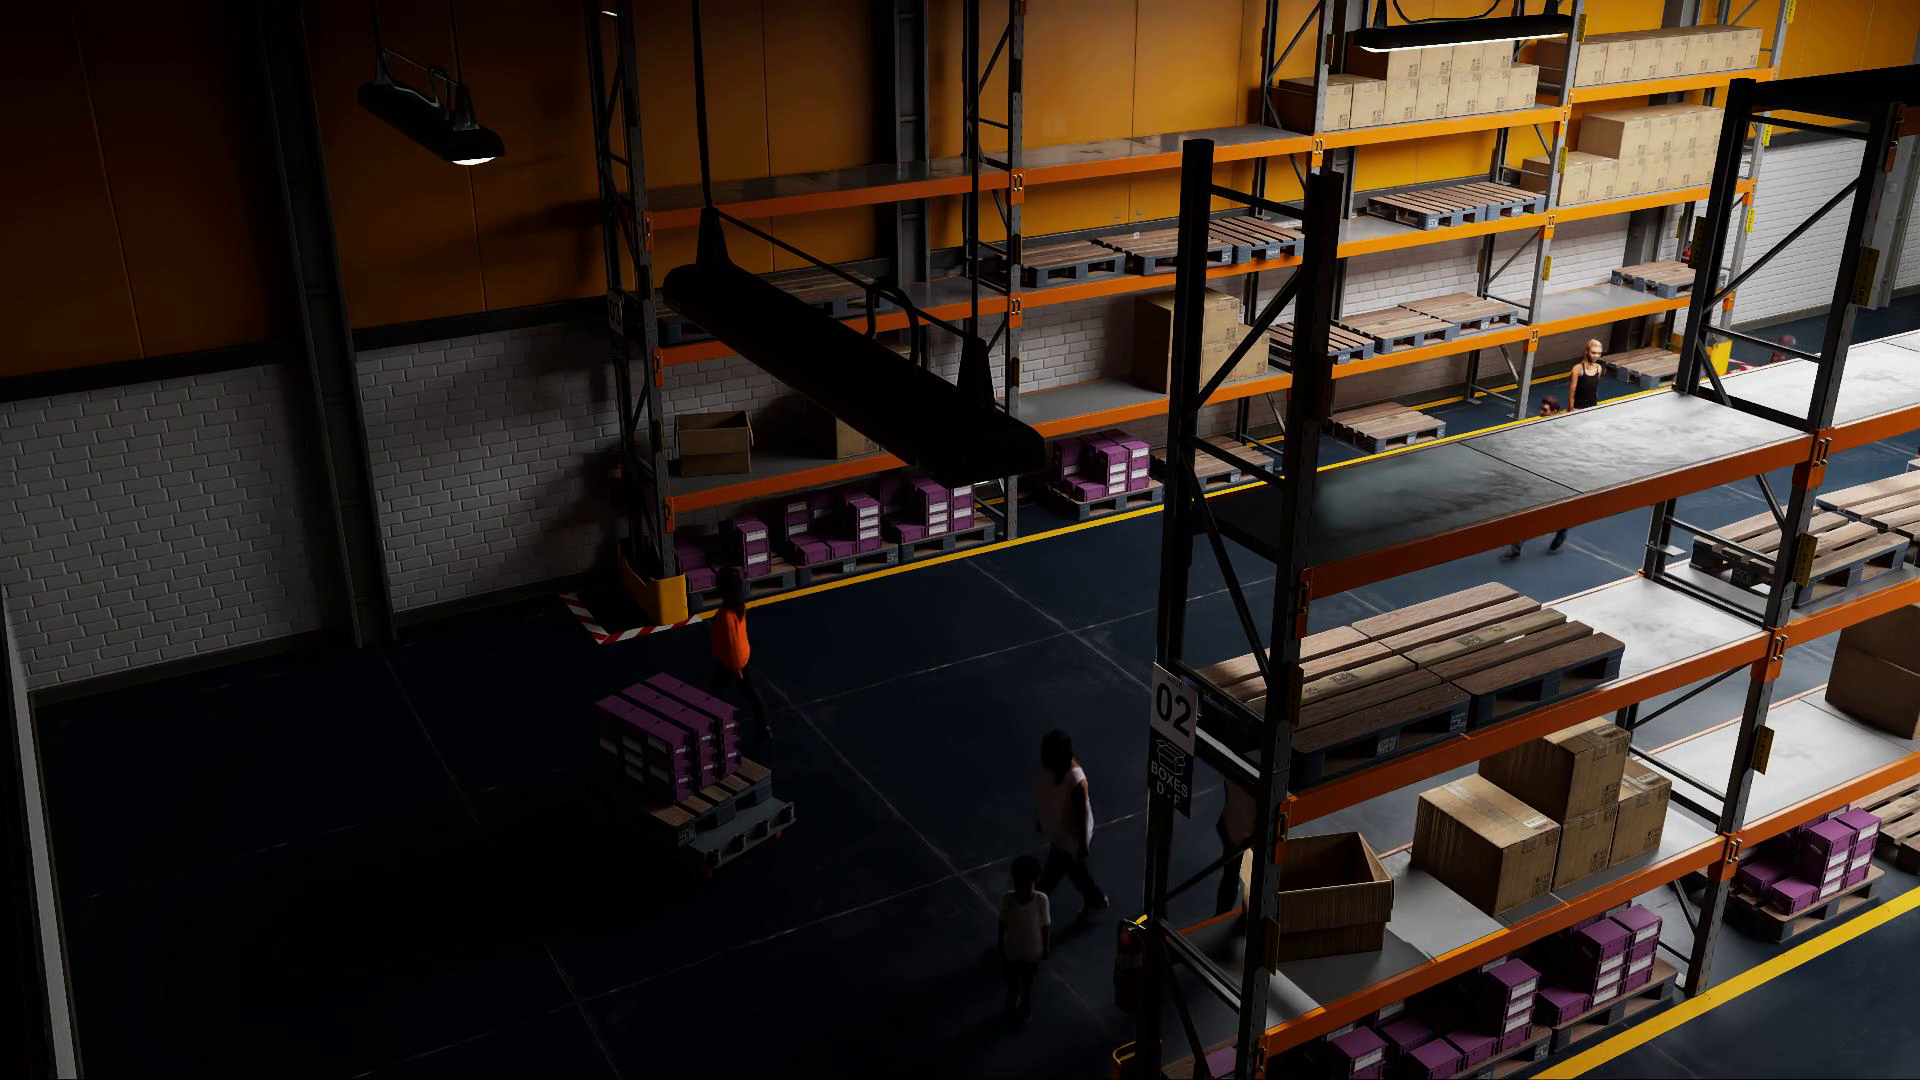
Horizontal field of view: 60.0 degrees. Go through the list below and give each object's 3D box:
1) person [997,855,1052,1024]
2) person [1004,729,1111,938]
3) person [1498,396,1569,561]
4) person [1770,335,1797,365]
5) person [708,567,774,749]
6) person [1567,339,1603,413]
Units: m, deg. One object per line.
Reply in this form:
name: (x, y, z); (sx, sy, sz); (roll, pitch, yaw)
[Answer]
person: (0.436, 2.600, 11.036); (0.560, 1.247, 0.644); (2, 24, 5)
person: (0.797, 2.055, 11.786); (1.141, 1.645, 0.827); (-7, 25, -16)
person: (6.272, -0.661, 17.778); (1.082, 1.823, 0.658); (-14, 27, -28)
person: (10.097, -1.807, 20.732); (0.846, 1.556, 0.791); (7, 25, 16)
person: (-1.821, 1.033, 14.037); (1.139, 1.715, 1.004); (2, 24, 5)
person: (7.349, -1.514, 19.699); (0.508, 1.846, 0.696); (-9, 25, -20)
